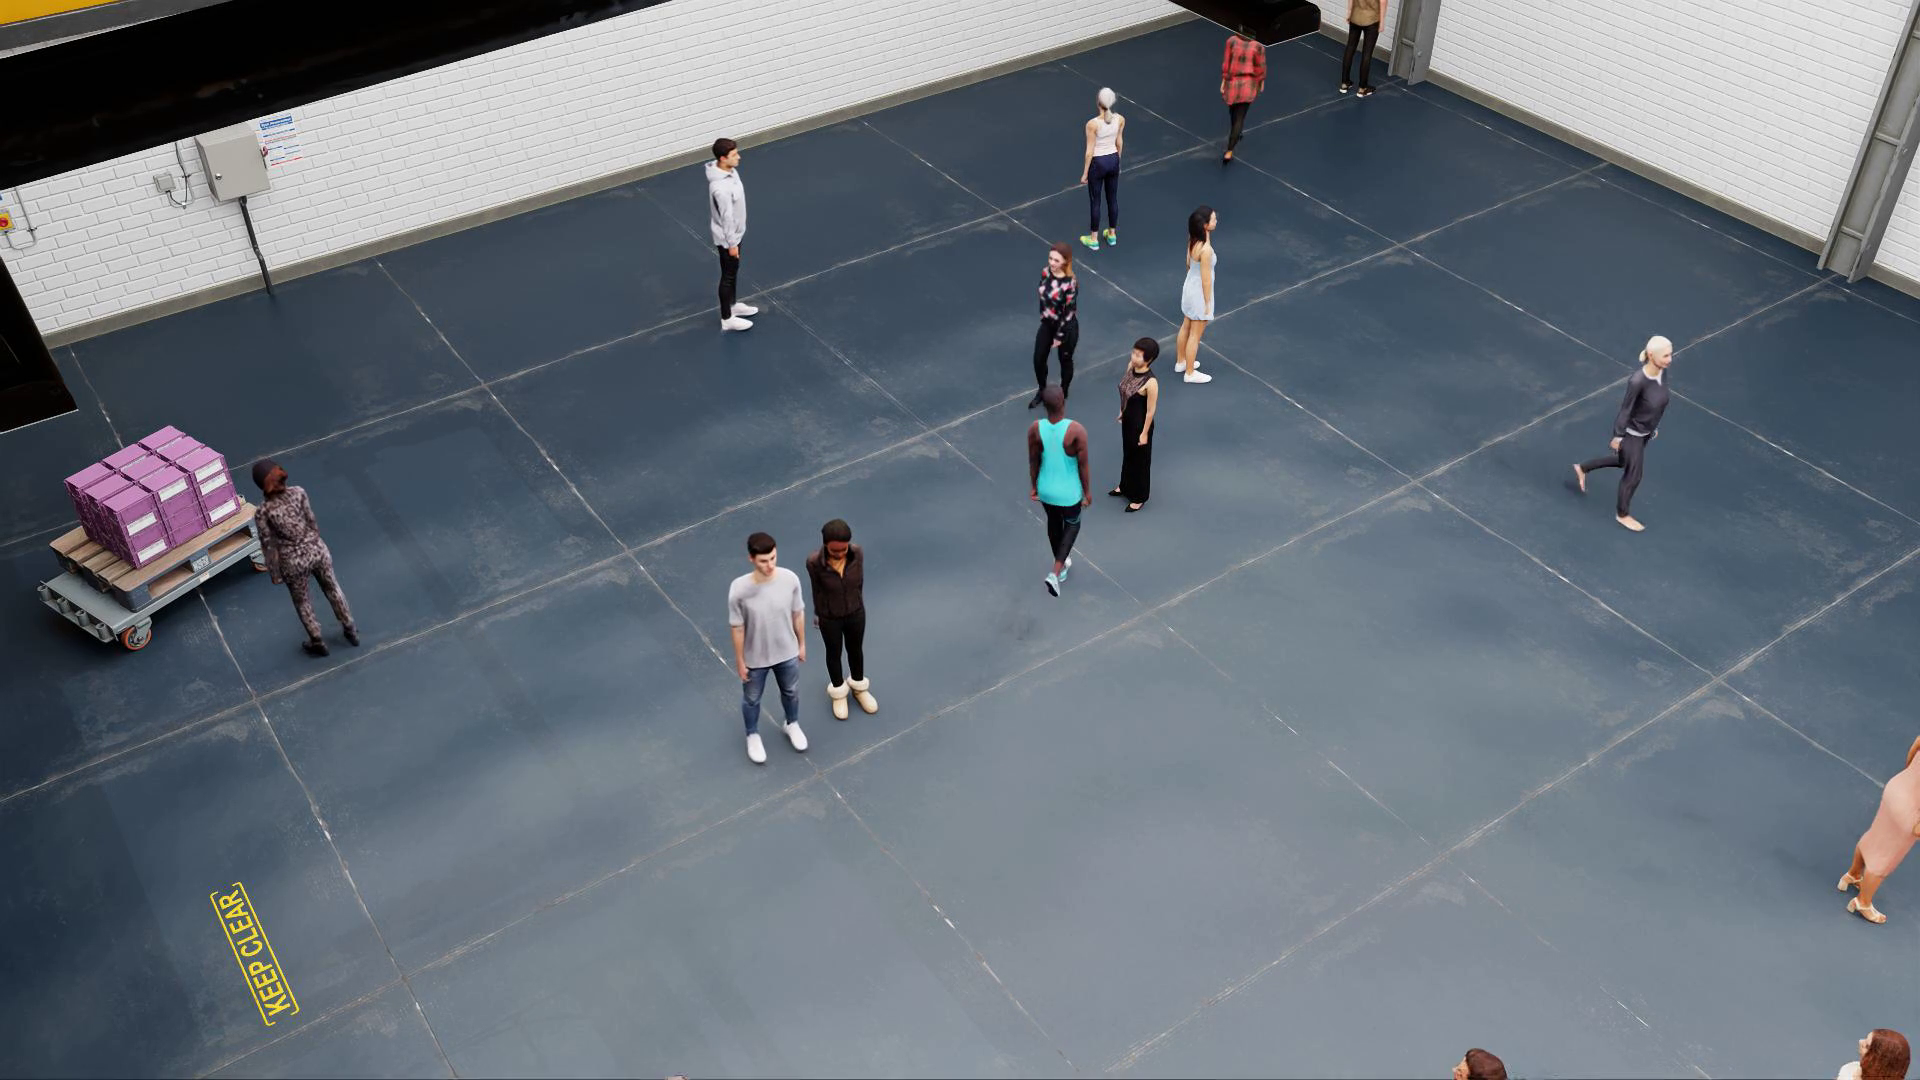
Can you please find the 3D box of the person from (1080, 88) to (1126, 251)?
[{"bbox_3d":[1.470,-3.803,17.029,0.632,1.702,0.567,-17,42,-21],"label":"person"}]

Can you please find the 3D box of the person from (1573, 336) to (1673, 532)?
[{"bbox_3d":[5.398,-0.942,13.446,0.691,1.703,1.027,-30,47,-32],"label":"person"}]

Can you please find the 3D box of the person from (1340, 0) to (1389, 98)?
[{"bbox_3d":[4.868,-6.281,20.012,0.596,1.851,0.775,29,47,31],"label":"person"}]

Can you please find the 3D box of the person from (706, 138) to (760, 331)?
[{"bbox_3d":[-2.200,-2.910,15.731,0.822,1.925,0.721,-1,39,-1],"label":"person"}]

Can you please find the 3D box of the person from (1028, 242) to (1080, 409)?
[{"bbox_3d":[0.931,-1.917,14.695,0.649,1.667,0.703,28,46,31],"label":"person"}]

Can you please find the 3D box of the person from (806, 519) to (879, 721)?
[{"bbox_3d":[-0.841,0.504,11.669,0.680,1.659,0.620,-23,44,-26],"label":"person"}]

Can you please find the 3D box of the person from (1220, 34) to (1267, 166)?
[{"bbox_3d":[3.115,-5.006,18.577,1.129,1.650,1.073,14,41,17],"label":"person"}]

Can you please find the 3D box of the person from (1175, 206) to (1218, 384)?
[{"bbox_3d":[2.141,-2.233,15.039,0.715,1.730,0.581,-9,40,-11],"label":"person"}]

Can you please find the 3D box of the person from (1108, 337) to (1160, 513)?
[{"bbox_3d":[1.449,-0.954,13.542,0.665,1.601,0.491,-17,42,-20],"label":"person"}]

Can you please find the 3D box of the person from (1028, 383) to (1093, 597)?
[{"bbox_3d":[0.715,-0.323,12.604,1.010,1.785,1.033,15,41,18],"label":"person"}]

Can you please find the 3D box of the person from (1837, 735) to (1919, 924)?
[{"bbox_3d":[5.788,1.603,10.156,0.708,1.831,0.655,8,39,10],"label":"person"}]

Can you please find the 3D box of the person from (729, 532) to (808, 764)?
[{"bbox_3d":[-1.295,0.711,11.230,0.719,1.883,0.640,-14,41,-17],"label":"person"}]

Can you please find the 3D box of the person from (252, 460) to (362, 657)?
[{"bbox_3d":[-4.778,0.142,12.086,0.666,1.705,0.668,30,48,32],"label":"person"}]
